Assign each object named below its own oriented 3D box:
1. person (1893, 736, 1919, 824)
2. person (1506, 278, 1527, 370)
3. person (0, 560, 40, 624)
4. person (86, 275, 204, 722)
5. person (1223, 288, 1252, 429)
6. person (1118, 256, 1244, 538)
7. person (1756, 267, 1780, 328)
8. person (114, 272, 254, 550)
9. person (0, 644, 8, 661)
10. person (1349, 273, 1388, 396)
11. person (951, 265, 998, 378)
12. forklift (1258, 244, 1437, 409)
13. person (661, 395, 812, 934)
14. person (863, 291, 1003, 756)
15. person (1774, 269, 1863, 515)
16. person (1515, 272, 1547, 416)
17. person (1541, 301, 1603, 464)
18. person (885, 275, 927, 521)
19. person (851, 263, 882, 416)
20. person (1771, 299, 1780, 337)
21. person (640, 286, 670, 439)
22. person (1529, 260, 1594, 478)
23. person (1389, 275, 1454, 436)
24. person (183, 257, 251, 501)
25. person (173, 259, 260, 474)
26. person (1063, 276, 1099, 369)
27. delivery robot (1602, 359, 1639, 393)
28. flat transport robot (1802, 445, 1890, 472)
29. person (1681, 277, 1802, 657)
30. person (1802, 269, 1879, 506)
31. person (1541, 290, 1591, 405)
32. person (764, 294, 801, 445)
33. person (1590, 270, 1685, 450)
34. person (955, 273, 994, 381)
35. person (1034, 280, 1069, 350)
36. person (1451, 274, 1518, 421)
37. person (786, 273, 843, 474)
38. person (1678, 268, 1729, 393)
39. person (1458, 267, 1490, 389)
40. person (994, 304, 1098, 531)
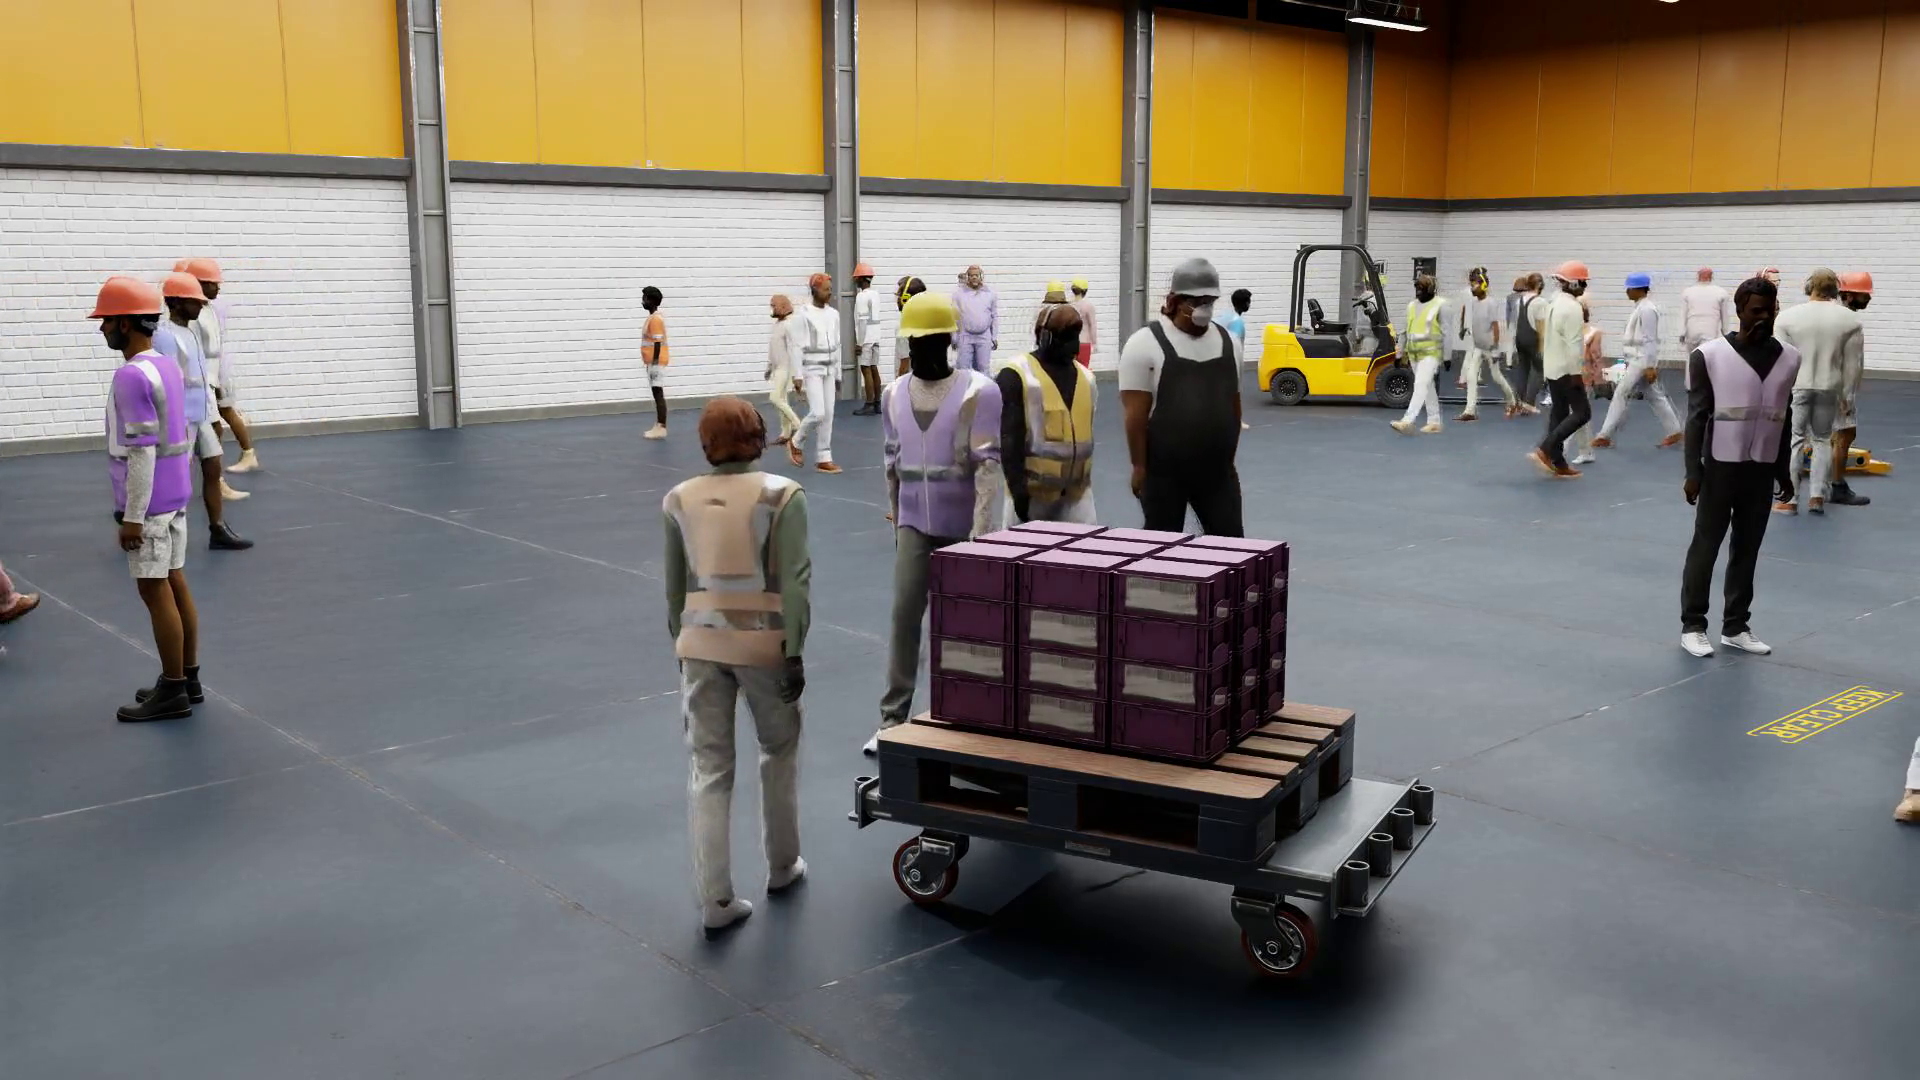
[{"bbox_3d":[3.796,0.107,6.026,0.953,1.802,0.619,-9,13,-41],"label":"person"},{"bbox_3d":[9.953,-3.844,29.628,0.277,1.636,0.507,-7,12,-35],"label":"person"},{"bbox_3d":[-5.429,-0.408,8.861,0.661,1.862,0.968,1,10,6],"label":"person"},{"bbox_3d":[-3.562,-0.176,7.272,0.356,1.937,0.552,-2,10,-10],"label":"person"},{"bbox_3d":[3.047,-2.096,19.335,0.633,1.664,0.539,1,10,6],"label":"person"},{"bbox_3d":[1.147,-0.423,8.418,0.692,2.000,0.536,-3,10,-15],"label":"person"},{"bbox_3d":[8.456,-1.918,17.564,0.401,1.906,0.651,8,13,40],"label":"person"},{"bbox_3d":[-5.347,-0.859,11.341,0.828,1.916,0.555,0,10,1],"label":"person"},{"bbox_3d":[-5.027,-0.295,8.010,0.631,1.949,0.425,9,13,41],"label":"person"},{"bbox_3d":[6.045,-2.971,24.078,0.929,1.779,0.624,-2,10,-9],"label":"person"},{"bbox_3d":[0.192,-2.694,22.105,0.651,1.907,0.409,-1,10,-7],"label":"person"},{"bbox_3d":[5.256,-2.933,22.661,2.313,2.155,1.214,3,10,16],"label":"forklift"},{"bbox_3d":[-0.684,0.360,5.122,0.529,1.581,0.702,3,10,15],"label":"person"},{"bbox_3d":[-0.077,-0.100,6.998,0.587,1.886,0.980,4,11,24],"label":"person"},{"bbox_3d":[6.677,-1.145,13.035,0.622,1.920,0.445,2,10,11],"label":"person"},{"bbox_3d":[7.215,-2.455,20.984,0.403,1.820,0.503,-5,11,-25],"label":"person"},{"bbox_3d":[5.849,-1.494,15.979,0.862,1.586,0.541,-5,11,-28],"label":"person"},{"bbox_3d":[-0.373,-1.074,12.713,0.328,1.876,0.513,5,11,27],"label":"person"},{"bbox_3d":[-1.205,-2.549,21.165,0.374,1.935,0.552,4,10,21],"label":"person"},{"bbox_3d":[7.561,-1.463,15.682,0.507,1.636,0.273,-8,13,-41],"label":"person"},{"bbox_3d":[-3.389,-1.971,18.488,0.320,1.696,0.540,-2,10,-12],"label":"person"},{"bbox_3d":[5.477,-1.528,15.040,0.440,1.983,0.639,0,10,0],"label":"person"},{"bbox_3d":[5.160,-2.075,18.788,0.931,1.796,0.660,-5,11,-27],"label":"person"},{"bbox_3d":[-6.335,-1.301,13.634,0.802,2.018,0.606,-2,10,-9],"label":"person"},{"bbox_3d":[-6.948,-1.555,15.201,0.635,1.987,1.051,8,12,39],"label":"person"},{"bbox_3d":[1.572,-2.622,22.138,0.530,1.754,0.431,7,12,37],"label":"person"},{"bbox_3d":[9.369,-2.318,23.583,0.477,0.478,0.707,0,10,3],"label":"delivery robot"},{"bbox_3d":[7.839,-0.759,15.556,1.431,0.197,0.652,-2,10,-10],"label":"flat transport robot"},{"bbox_3d":[3.945,-0.368,8.451,0.597,1.916,0.371,-2,10,-10],"label":"person"},{"bbox_3d":[7.137,-1.248,13.606,0.651,1.917,0.554,7,12,37],"label":"person"},{"bbox_3d":[8.323,-2.787,22.723,0.593,1.887,0.782,7,12,36],"label":"person"},{"bbox_3d":[-1.931,-1.808,17.756,0.343,1.622,0.505,-4,10,-22],"label":"person"},{"bbox_3d":[7.128,-1.868,17.353,1.049,1.887,0.634,3,10,16],"label":"person"},{"bbox_3d":[0.156,-2.804,23.071,0.970,1.804,0.588,-3,10,-18],"label":"person"},{"bbox_3d":[1.118,-2.200,19.697,0.488,1.741,0.316,1,10,6],"label":"person"},{"bbox_3d":[6.544,-2.366,20.473,0.968,1.815,0.599,-3,10,-18],"label":"person"},{"bbox_3d":[-1.340,-1.545,15.482,0.483,1.870,0.607,7,12,37],"label":"person"},{"bbox_3d":[10.829,-3.027,24.227,0.656,1.849,1.016,5,11,29],"label":"person"},{"bbox_3d":[7.931,-3.216,25.320,0.693,1.844,0.546,-1,10,-5],"label":"person"},{"bbox_3d":[0.434,-0.250,8.148,0.628,1.804,0.922,-6,11,-31],"label":"person"}]
